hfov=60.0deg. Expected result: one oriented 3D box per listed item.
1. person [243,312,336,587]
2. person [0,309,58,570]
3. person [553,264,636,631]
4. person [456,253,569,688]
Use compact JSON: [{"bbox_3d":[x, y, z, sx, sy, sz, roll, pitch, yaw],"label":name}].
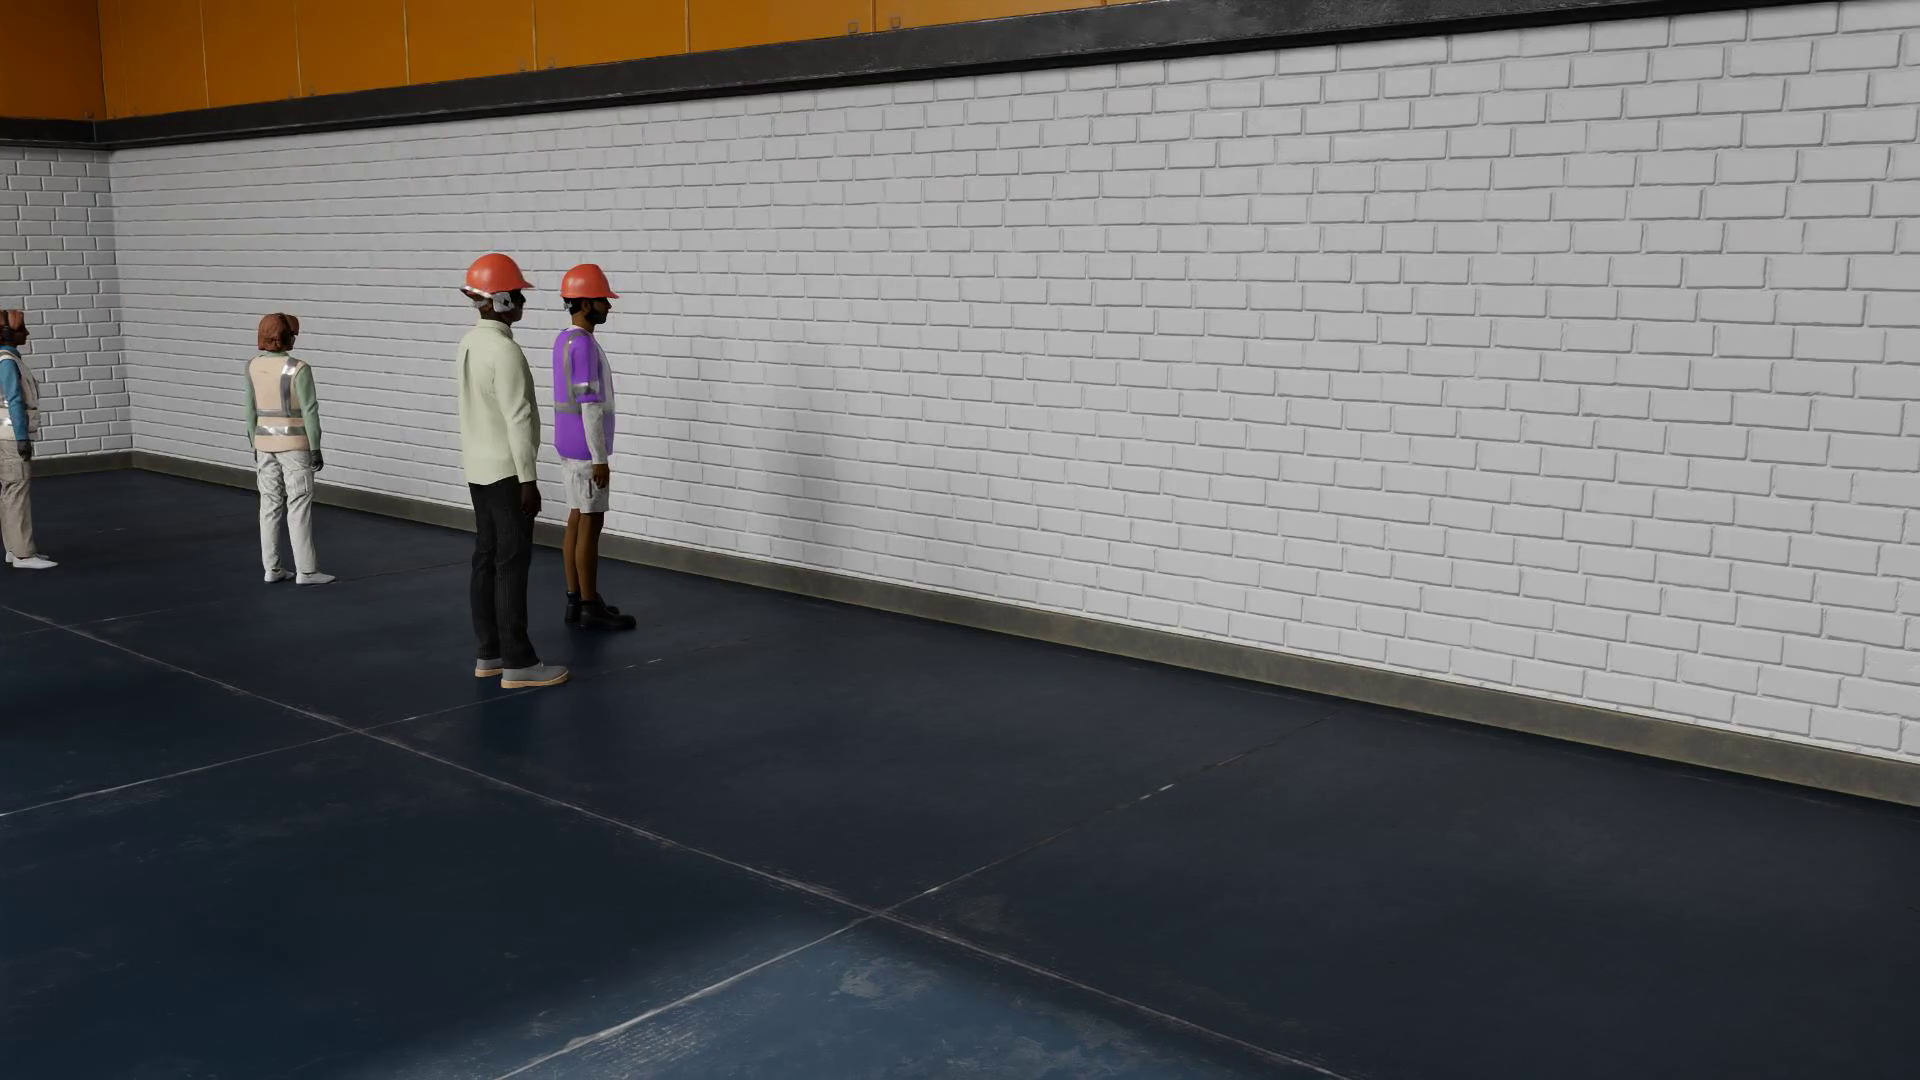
[{"bbox_3d":[-4.043,-0.535,9.971,0.522,1.638,0.306,4,11,21],"label":"person"},{"bbox_3d":[-5.971,-0.634,10.525,0.311,1.642,0.514,-7,12,-35],"label":"person"},{"bbox_3d":[-1.964,-0.486,8.842,0.360,1.939,0.543,-5,11,-26],"label":"person"},{"bbox_3d":[-2.108,-0.315,7.701,0.375,1.997,0.612,-8,13,-38],"label":"person"}]
